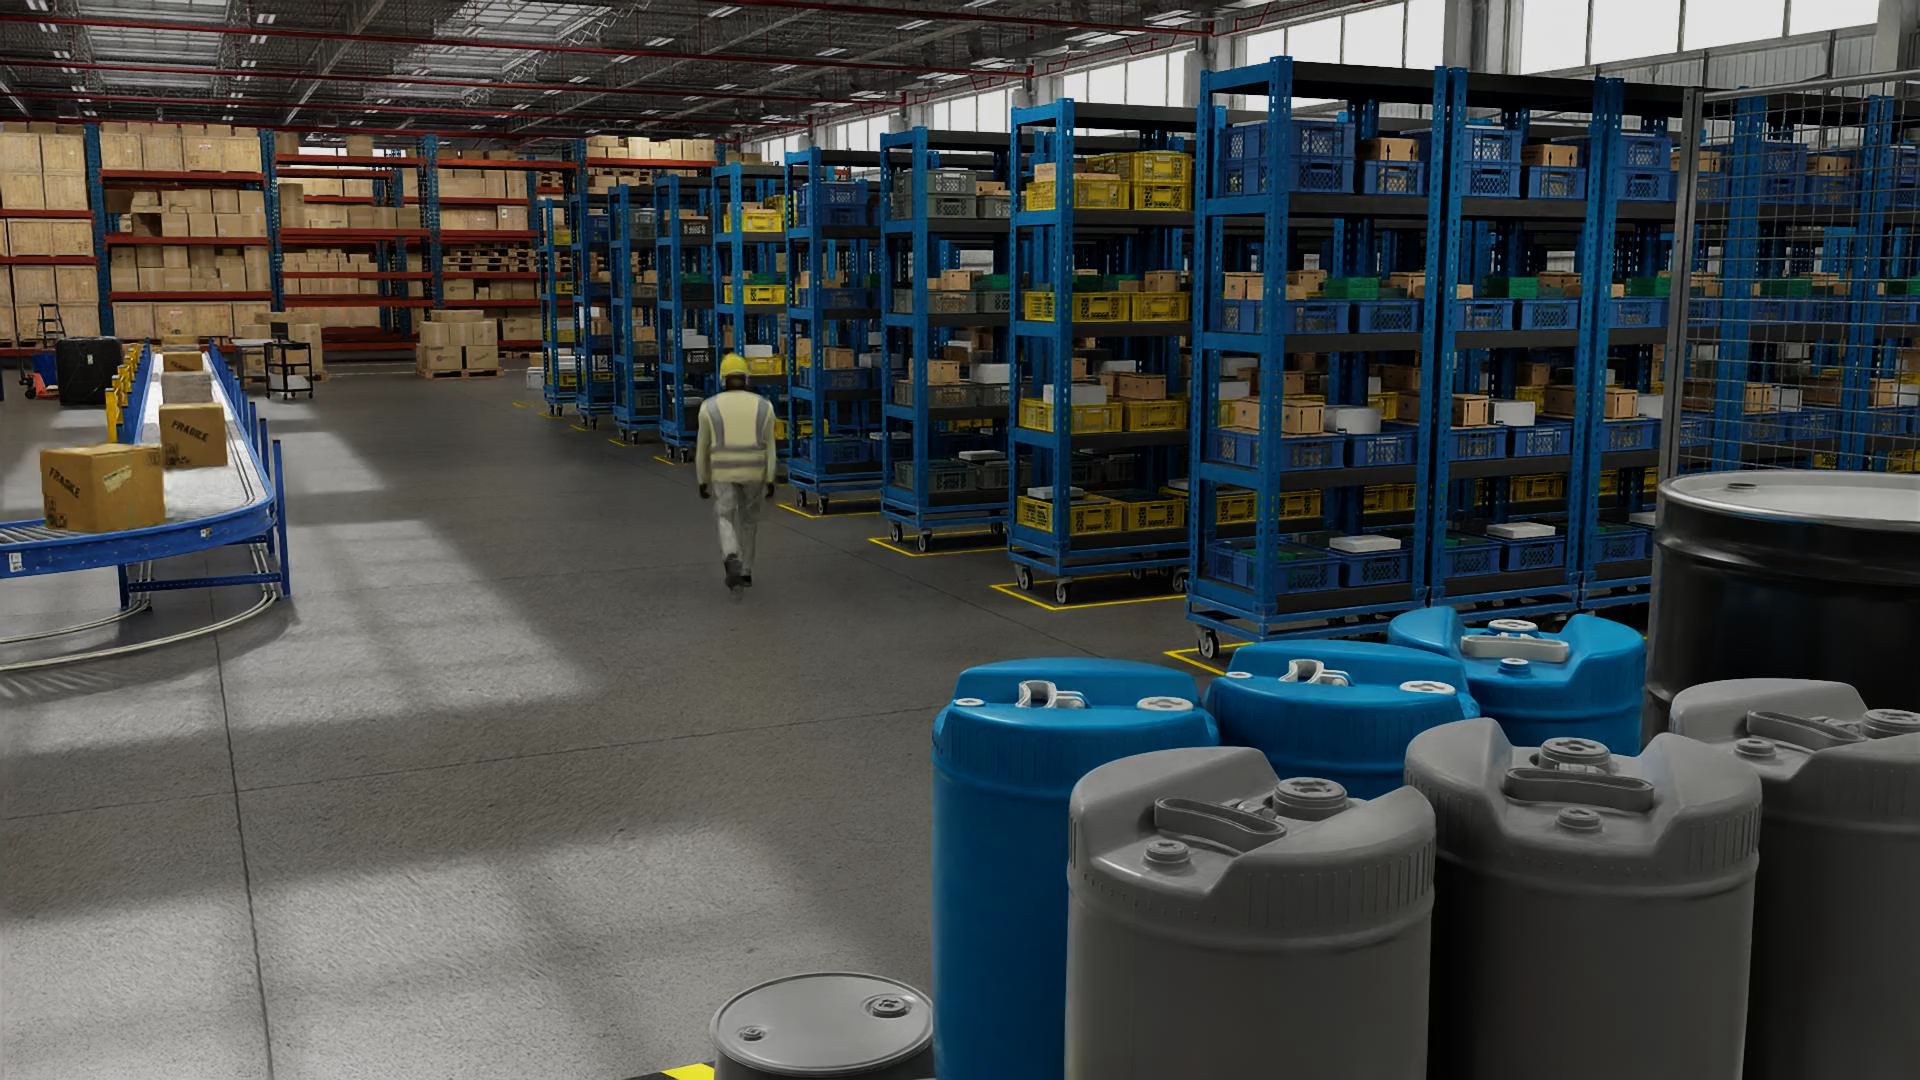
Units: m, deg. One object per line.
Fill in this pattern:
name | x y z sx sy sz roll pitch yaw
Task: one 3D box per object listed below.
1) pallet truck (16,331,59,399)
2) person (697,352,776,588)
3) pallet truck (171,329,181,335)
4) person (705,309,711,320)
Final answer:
pallet truck | -17.082 -3.353 31.781 1.630 1.274 0.653 -4 10 -25
person | -1.672 -0.504 12.543 0.601 1.812 0.634 -3 10 -16
pallet truck | -17.275 -3.851 35.096 1.601 1.201 0.680 0 9 1
person | -5.804 -4.721 38.372 0.639 1.905 0.937 1 9 7
